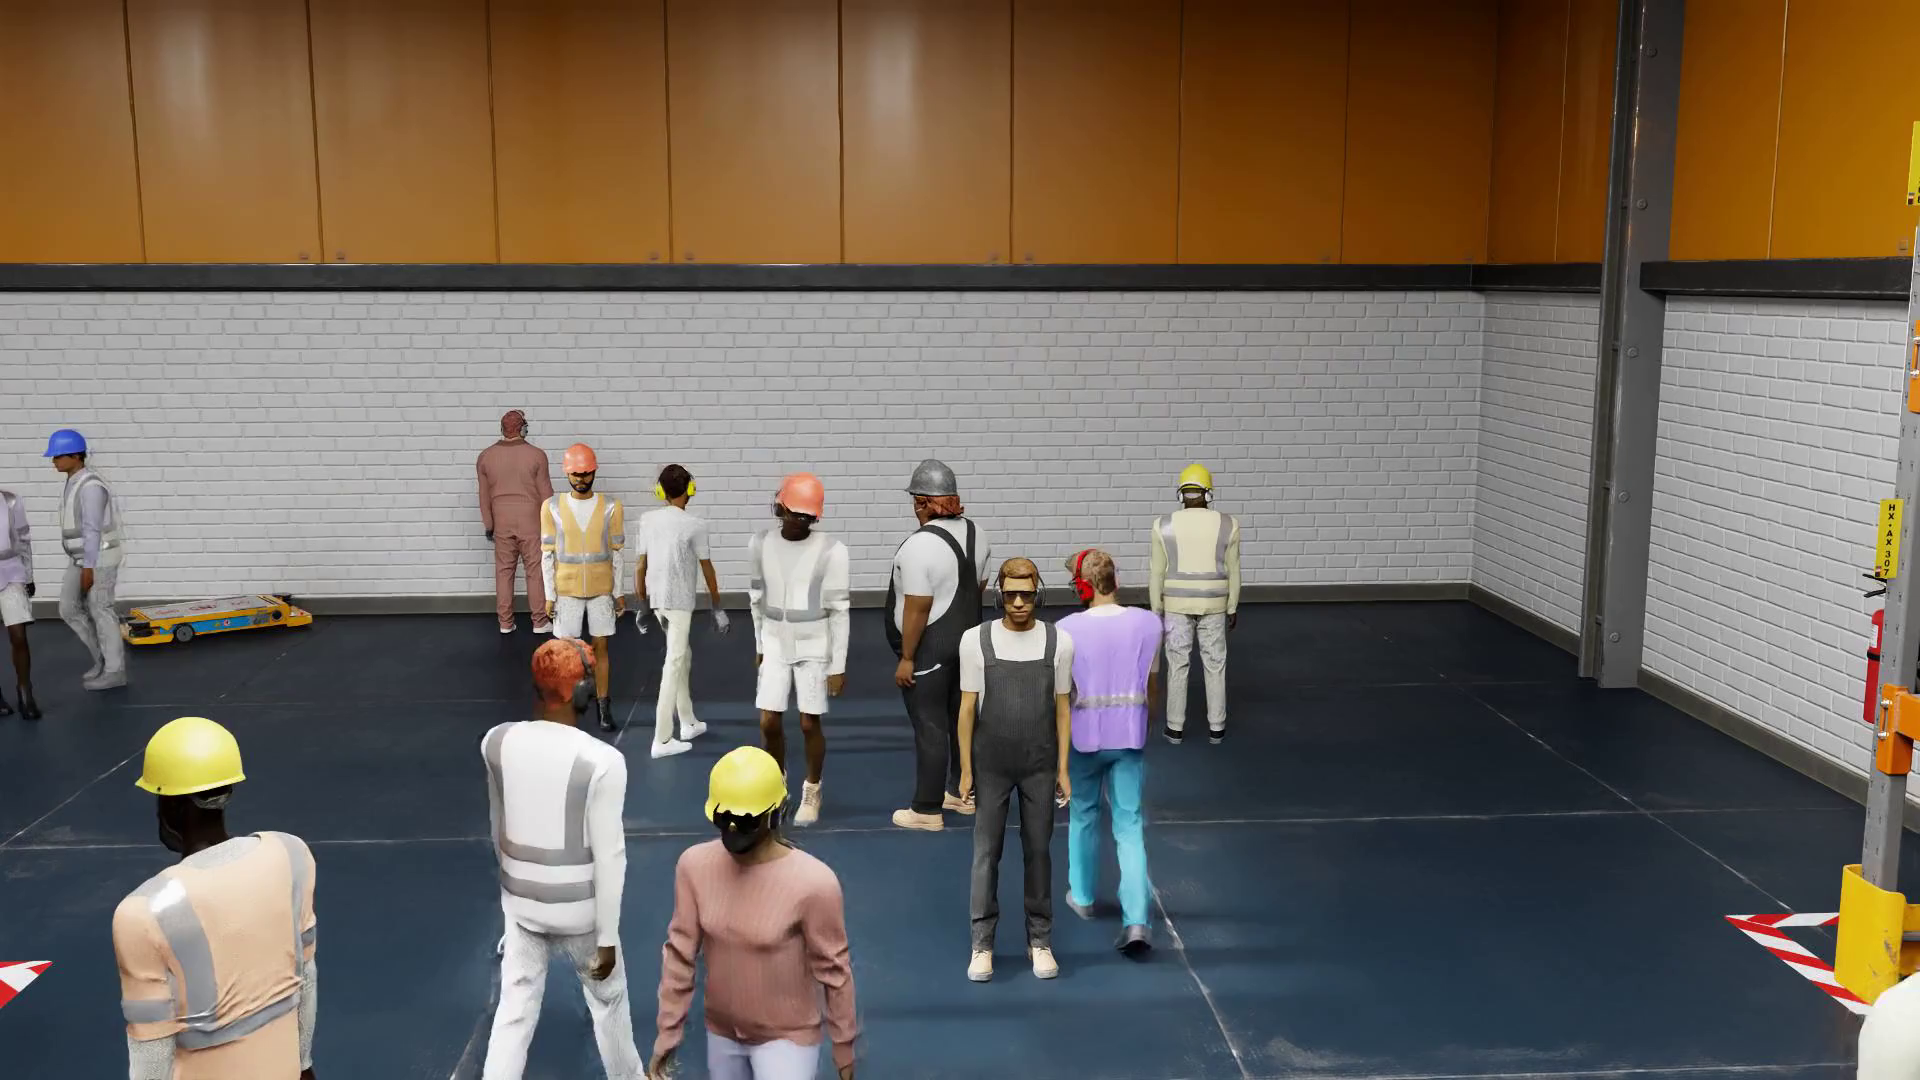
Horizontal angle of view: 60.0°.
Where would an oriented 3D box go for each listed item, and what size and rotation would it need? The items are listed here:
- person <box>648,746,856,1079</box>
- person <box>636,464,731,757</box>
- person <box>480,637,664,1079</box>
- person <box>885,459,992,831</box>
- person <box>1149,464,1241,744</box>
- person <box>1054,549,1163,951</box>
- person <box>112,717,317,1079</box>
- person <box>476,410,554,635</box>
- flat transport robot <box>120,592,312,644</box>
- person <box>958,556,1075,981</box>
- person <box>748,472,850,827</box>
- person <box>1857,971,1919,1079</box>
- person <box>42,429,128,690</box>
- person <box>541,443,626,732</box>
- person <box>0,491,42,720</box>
[{"bbox_3d":[-0.575,1.419,4.721,0.541,1.749,0.411,5,10,27],"label":"person"},{"bbox_3d":[-1.745,0.431,10.627,0.552,1.832,0.750,6,11,33],"label":"person"},{"bbox_3d":[-1.365,1.237,5.614,0.591,1.842,0.974,3,10,19],"label":"person"},{"bbox_3d":[-0.165,0.564,9.177,0.536,2.000,0.673,7,11,36],"label":"person"},{"bbox_3d":[1.516,0.420,10.769,0.591,1.822,0.404,1,9,4],"label":"person"},{"bbox_3d":[0.670,0.945,7.565,0.557,1.803,0.851,-2,9,-9],"label":"person"},{"bbox_3d":[-1.903,1.399,4.291,0.383,1.926,0.593,4,10,22],"label":"person"},{"bbox_3d":[-3.713,-0.144,14.035,0.636,1.910,0.405,1,9,7],"label":"person"},{"bbox_3d":[-6.343,0.656,14.136,1.431,0.197,0.652,-7,12,-38],"label":"flat transport robot"},{"bbox_3d":[0.244,0.981,7.173,0.507,1.846,0.346,-1,9,-5],"label":"person"},{"bbox_3d":[-0.874,0.606,9.046,0.628,1.995,0.573,3,10,18],"label":"person"},{"bbox_3d":[2.109,1.513,3.423,0.615,1.980,0.421,-4,10,-21],"label":"person"},{"bbox_3d":[-6.385,0.147,12.151,0.647,1.925,0.460,8,12,42],"label":"person"},{"bbox_3d":[-2.483,0.323,11.006,0.545,1.939,0.374,-2,9,-15],"label":"person"},{"bbox_3d":[-6.573,0.313,11.276,0.581,1.871,0.683,-7,11,-38],"label":"person"}]
